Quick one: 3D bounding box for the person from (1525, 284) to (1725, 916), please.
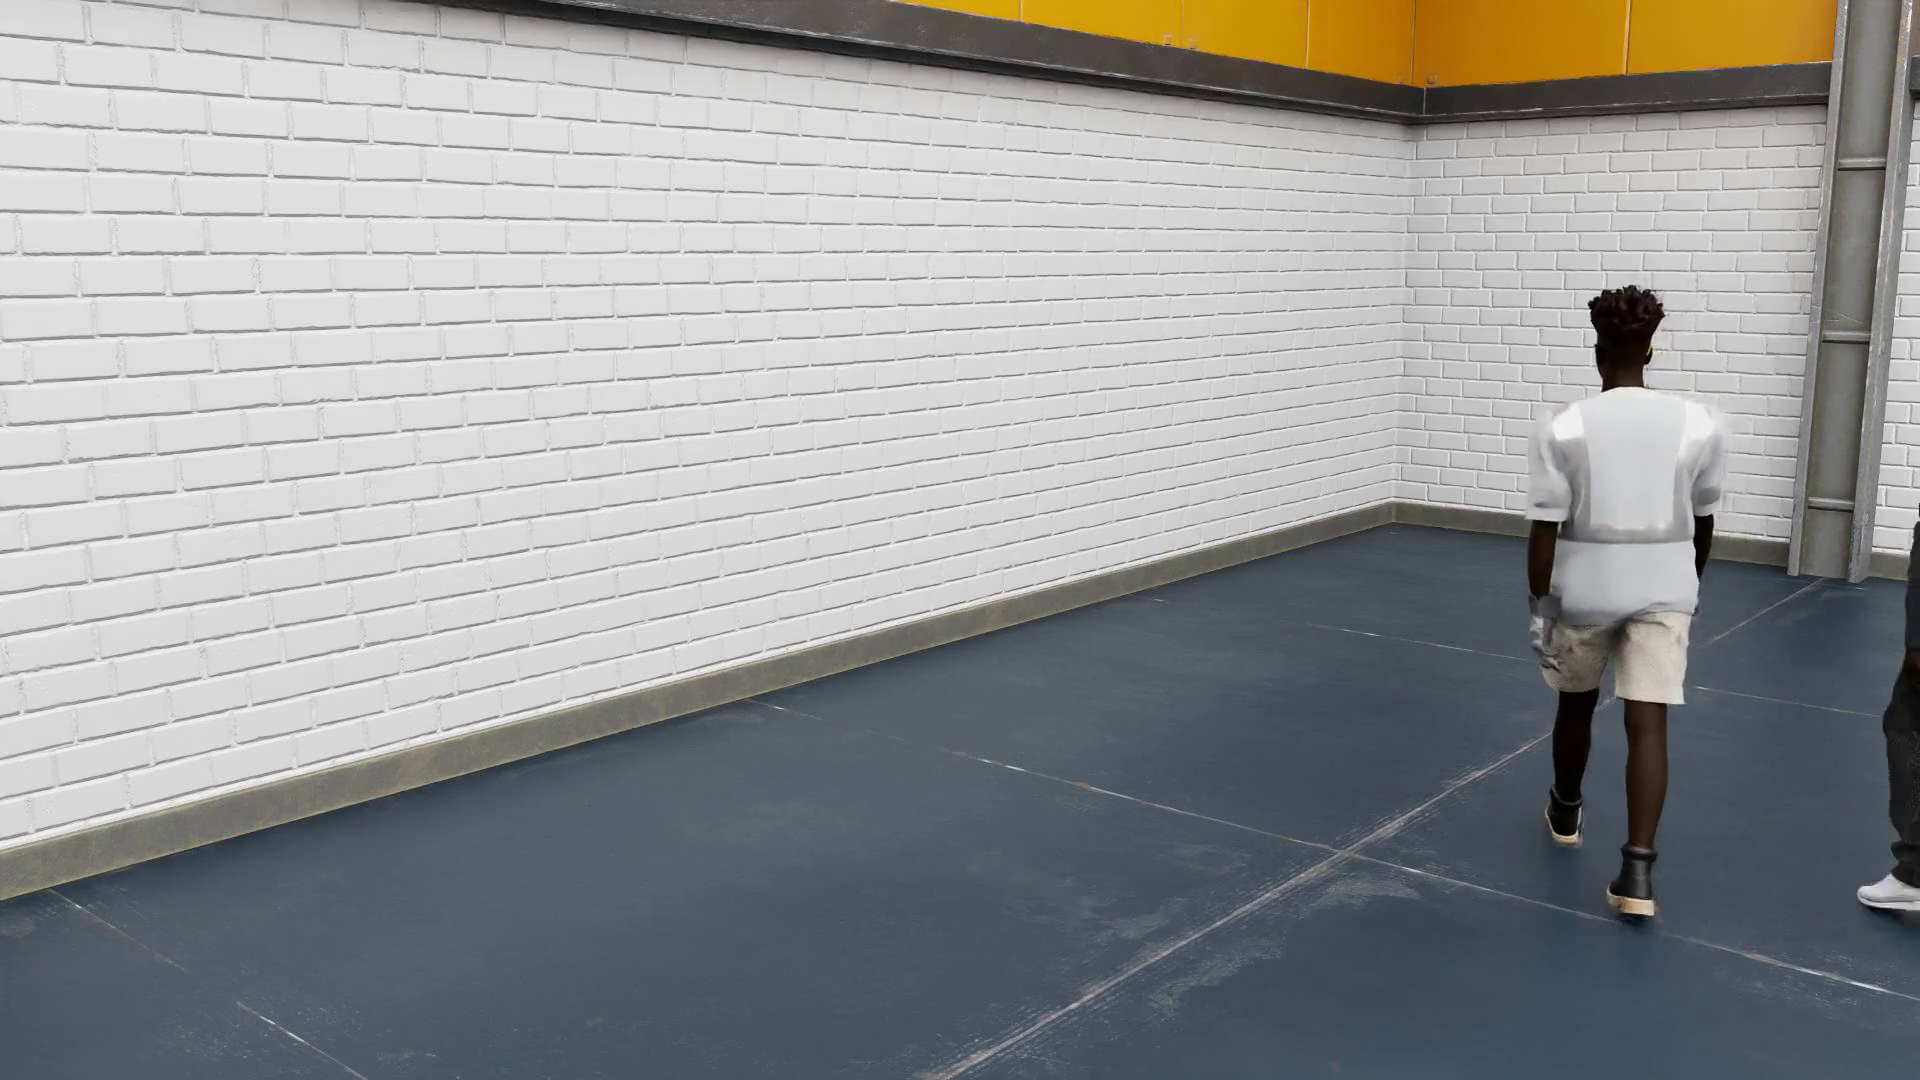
[{"bbox_3d":[2.079,0.160,5.259,0.600,1.917,1.029,2,10,14],"label":"person"}]

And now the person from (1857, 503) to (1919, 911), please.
[{"bbox_3d":[3.014,0.239,4.870,0.601,1.884,0.602,0,10,-2],"label":"person"}]
